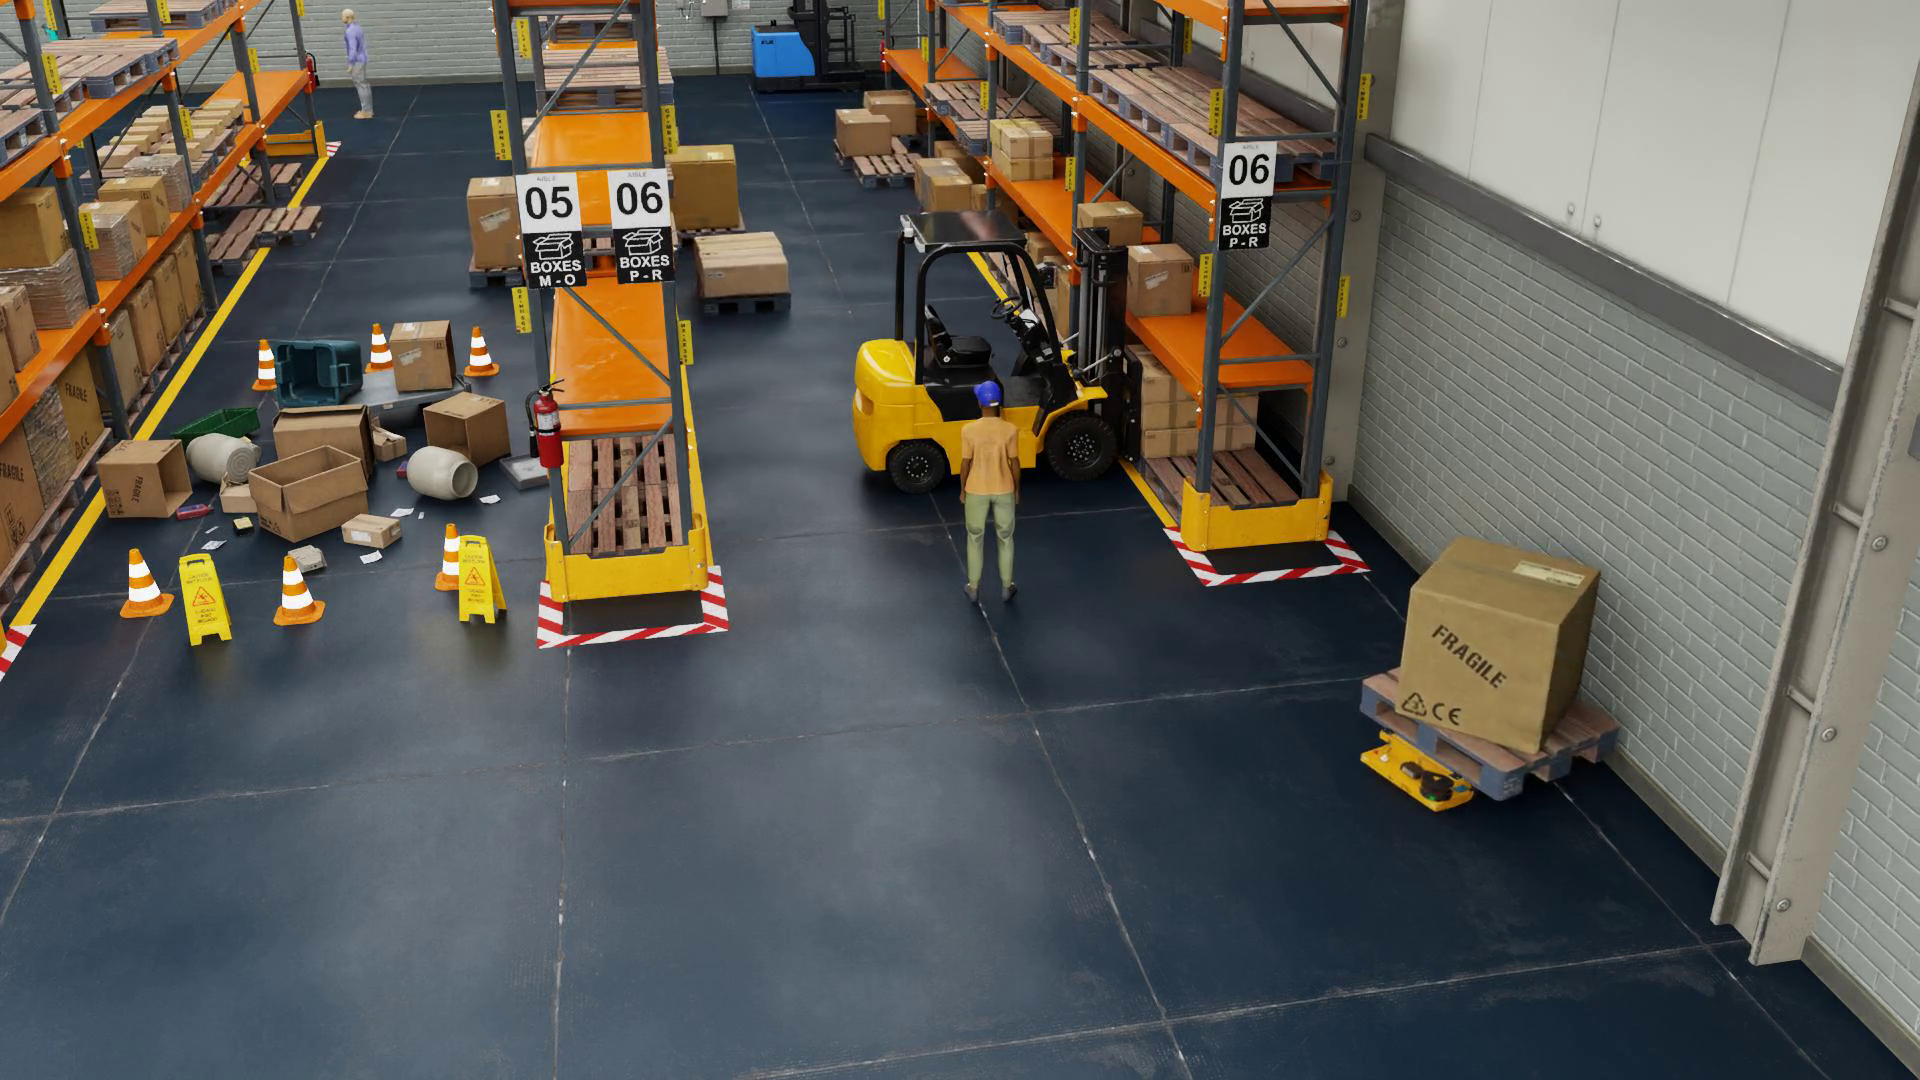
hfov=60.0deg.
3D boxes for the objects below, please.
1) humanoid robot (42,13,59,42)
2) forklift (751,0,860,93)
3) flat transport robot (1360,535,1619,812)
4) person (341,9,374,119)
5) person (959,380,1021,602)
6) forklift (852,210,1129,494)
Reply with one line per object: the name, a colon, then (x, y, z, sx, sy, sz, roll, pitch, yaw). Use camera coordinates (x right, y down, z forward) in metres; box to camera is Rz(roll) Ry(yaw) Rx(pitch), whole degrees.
humanoid robot: (-14.972, -8.067, 28.256, 0.536, 1.790, 0.808, 17, 31, 32)
forklift: (-2.872, -9.679, 30.288, 1.873, 2.768, 1.129, -5, 26, -10)
flat transport robot: (3.287, 1.286, 10.450, 1.431, 0.231, 0.659, -14, 29, -27)
person: (-10.179, -8.059, 28.146, 0.378, 1.796, 0.603, -1, 26, -2)
person: (0.220, -0.359, 12.203, 0.456, 1.718, 0.348, -1, 26, -1)
forklift: (0.216, -1.659, 14.366, 2.313, 2.155, 1.214, -5, 26, -10)
